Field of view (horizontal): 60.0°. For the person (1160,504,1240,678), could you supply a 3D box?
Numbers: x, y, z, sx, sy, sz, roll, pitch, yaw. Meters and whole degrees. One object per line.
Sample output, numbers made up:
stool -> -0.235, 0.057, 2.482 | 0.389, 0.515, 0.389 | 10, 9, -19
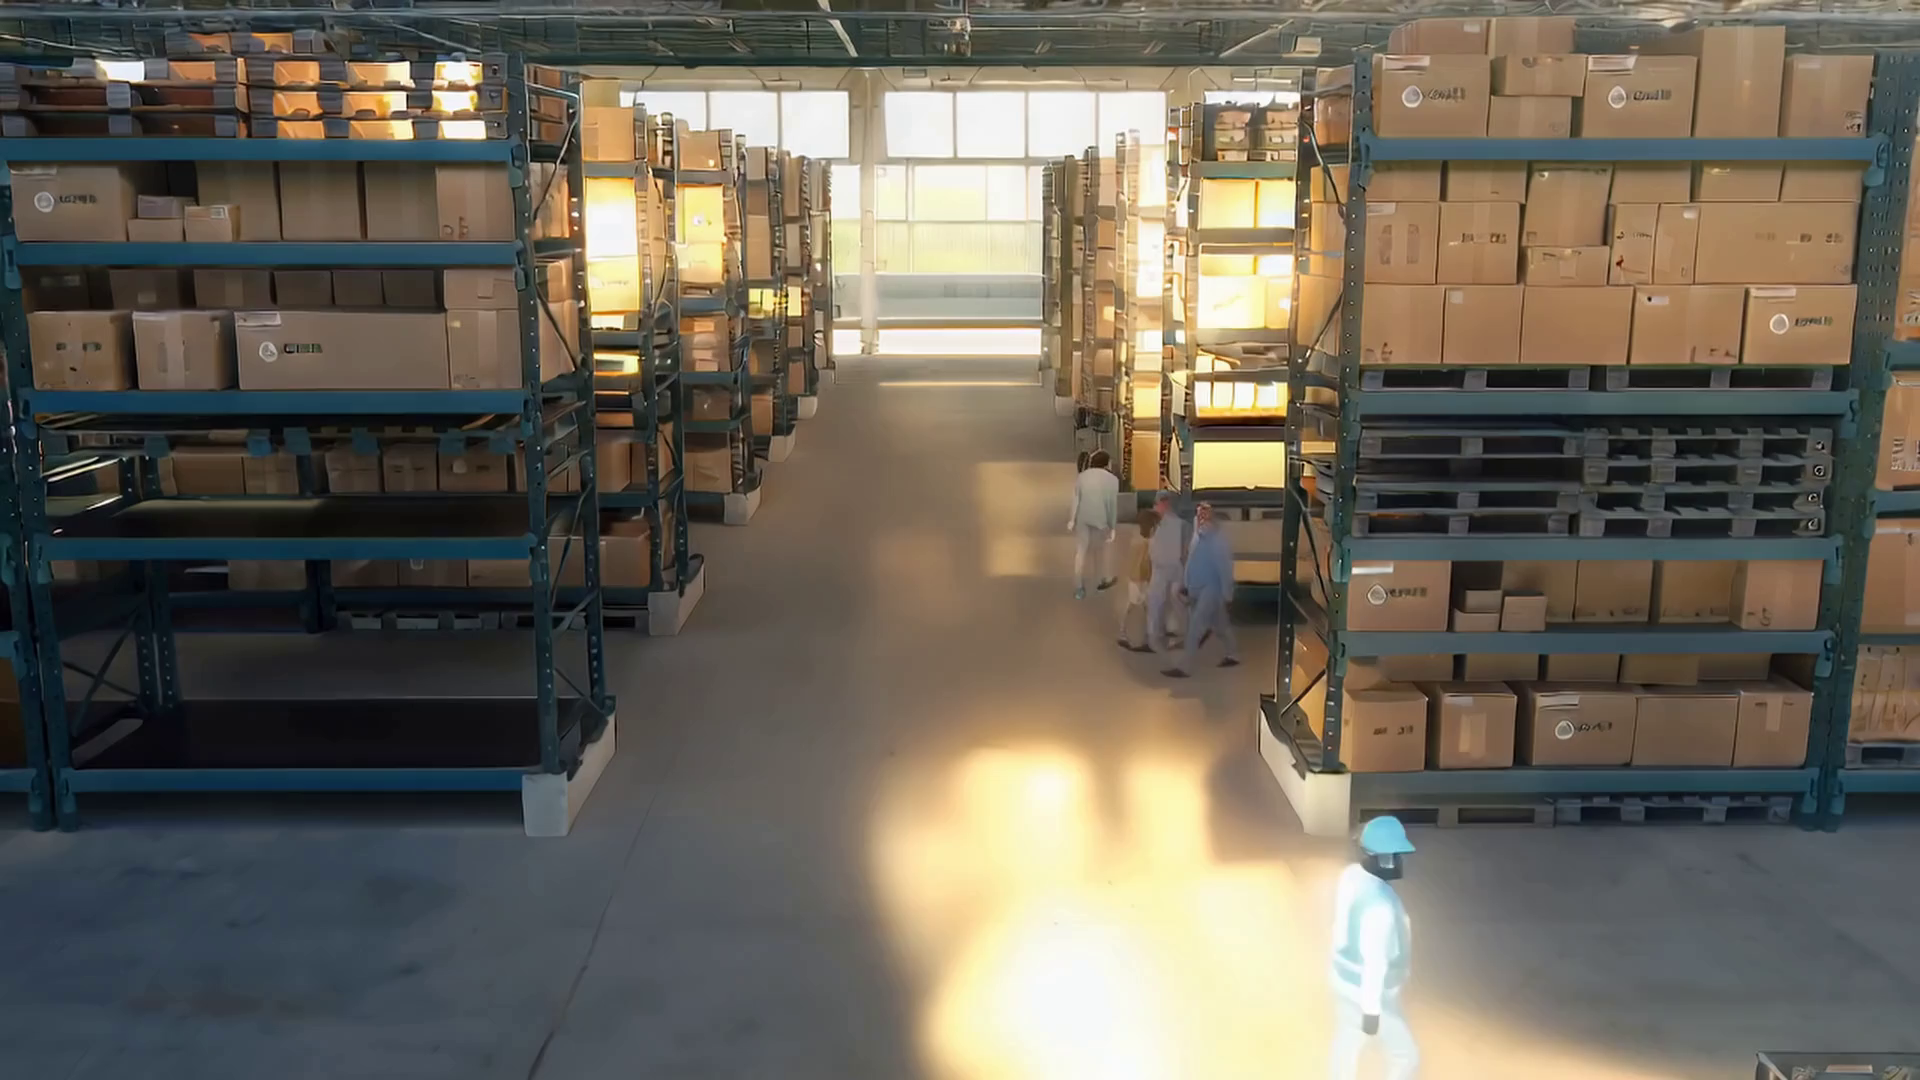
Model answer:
person -> 2.604, 0.522, 17.694 | 1.051, 1.847, 0.648 | -4, 12, -20

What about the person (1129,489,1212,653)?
person -> 2.369, 0.345, 18.512 | 0.850, 1.874, 0.637 | 2, 12, 8

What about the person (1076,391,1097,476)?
person -> 2.259, -1.805, 29.612 | 0.319, 1.691, 0.536 | -7, 13, -30

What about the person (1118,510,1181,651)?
person -> 2.085, 0.477, 18.508 | 0.817, 1.594, 0.587 | 10, 15, 40

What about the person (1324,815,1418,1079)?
person -> 2.248, 2.328, 8.816 | 0.700, 1.806, 0.617 | 0, 11, -2

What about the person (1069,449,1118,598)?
person -> 1.729, -0.234, 21.306 | 0.759, 1.884, 0.959 | 7, 13, 31
